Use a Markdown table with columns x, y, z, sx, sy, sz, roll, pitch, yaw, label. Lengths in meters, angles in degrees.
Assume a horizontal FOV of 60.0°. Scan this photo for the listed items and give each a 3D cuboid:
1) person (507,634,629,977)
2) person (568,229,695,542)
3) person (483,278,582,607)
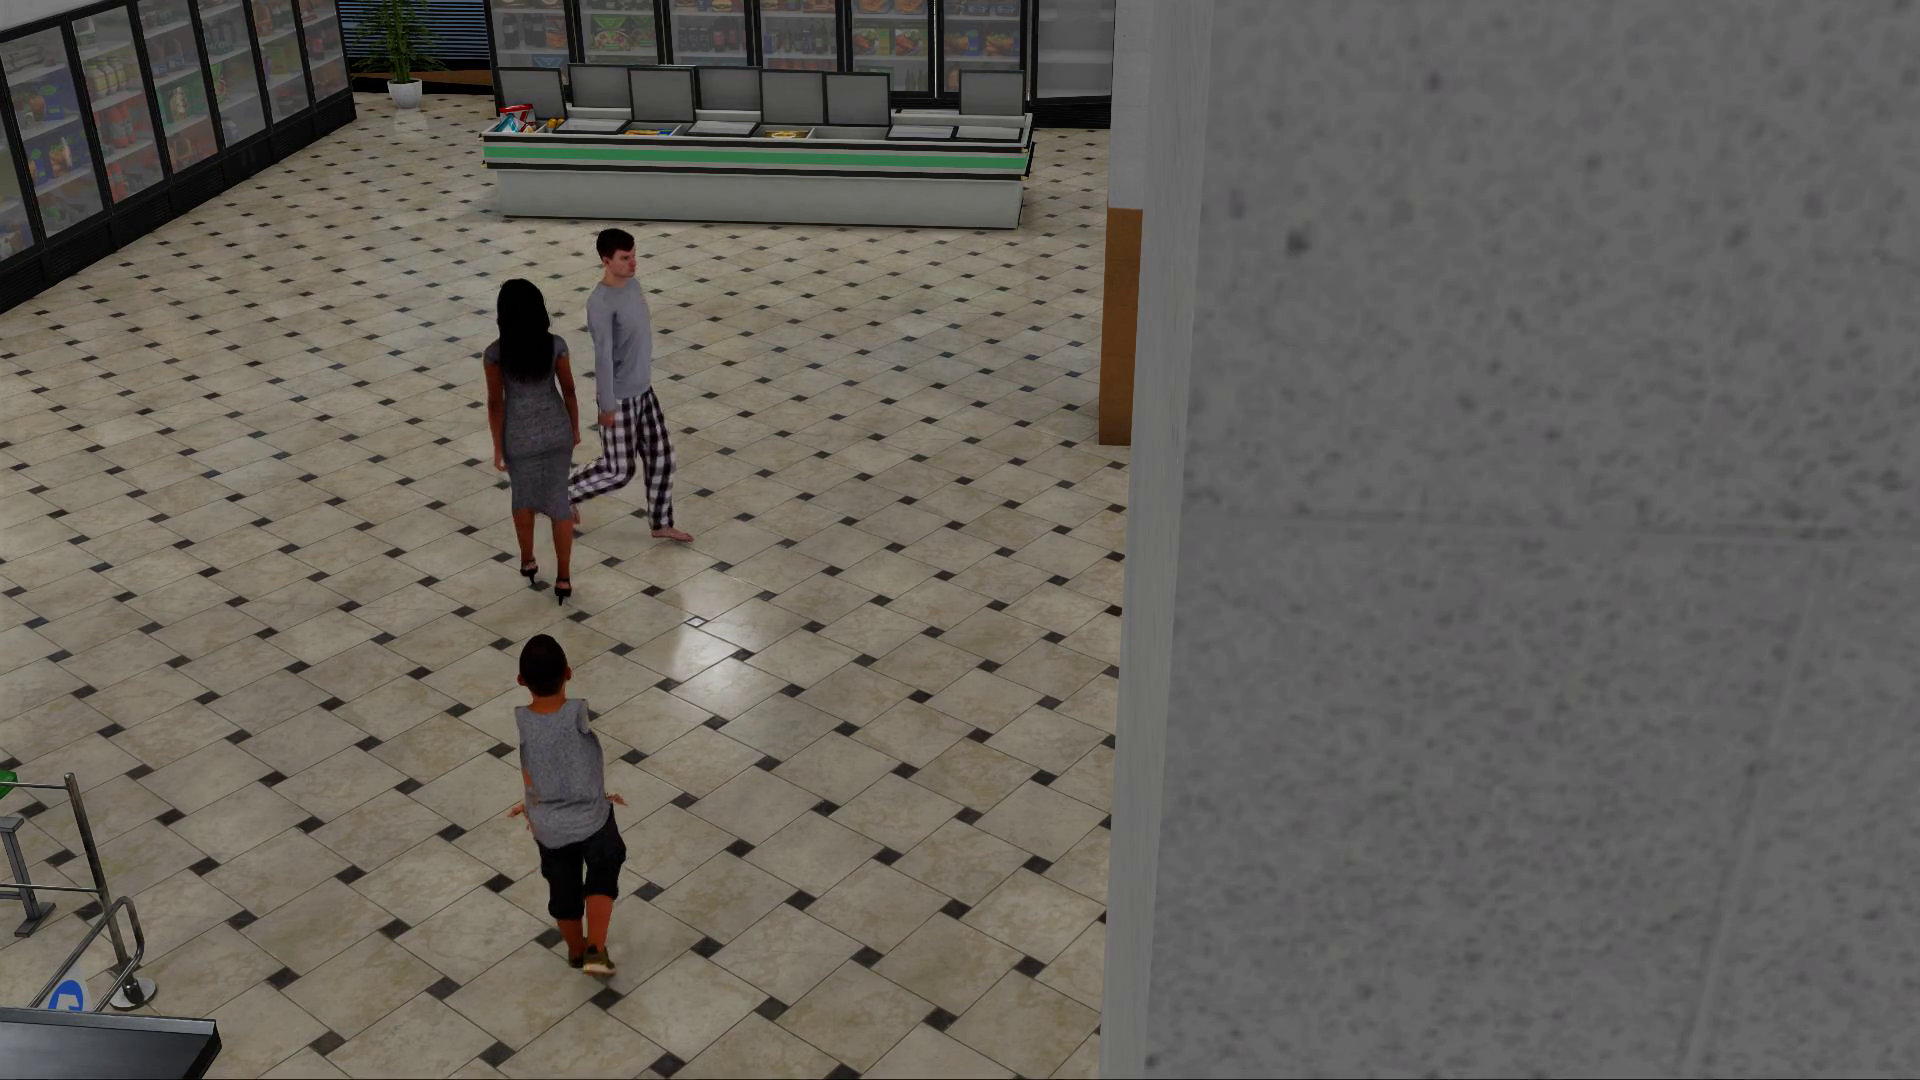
| x | y | z | sx | sy | sz | roll | pitch | yaw | label |
| --- | --- | --- | --- | --- | --- | --- | --- | --- | --- |
| -1.425 | 0.981 | 6.026 | 0.672 | 1.447 | 0.732 | -3 | 27 | -6 | person |
| -1.923 | -0.819 | 9.161 | 1.096 | 1.821 | 0.774 | 8 | 28 | 15 | person |
| -2.139 | -0.458 | 8.508 | 0.776 | 1.769 | 0.824 | -10 | 29 | -19 | person |
